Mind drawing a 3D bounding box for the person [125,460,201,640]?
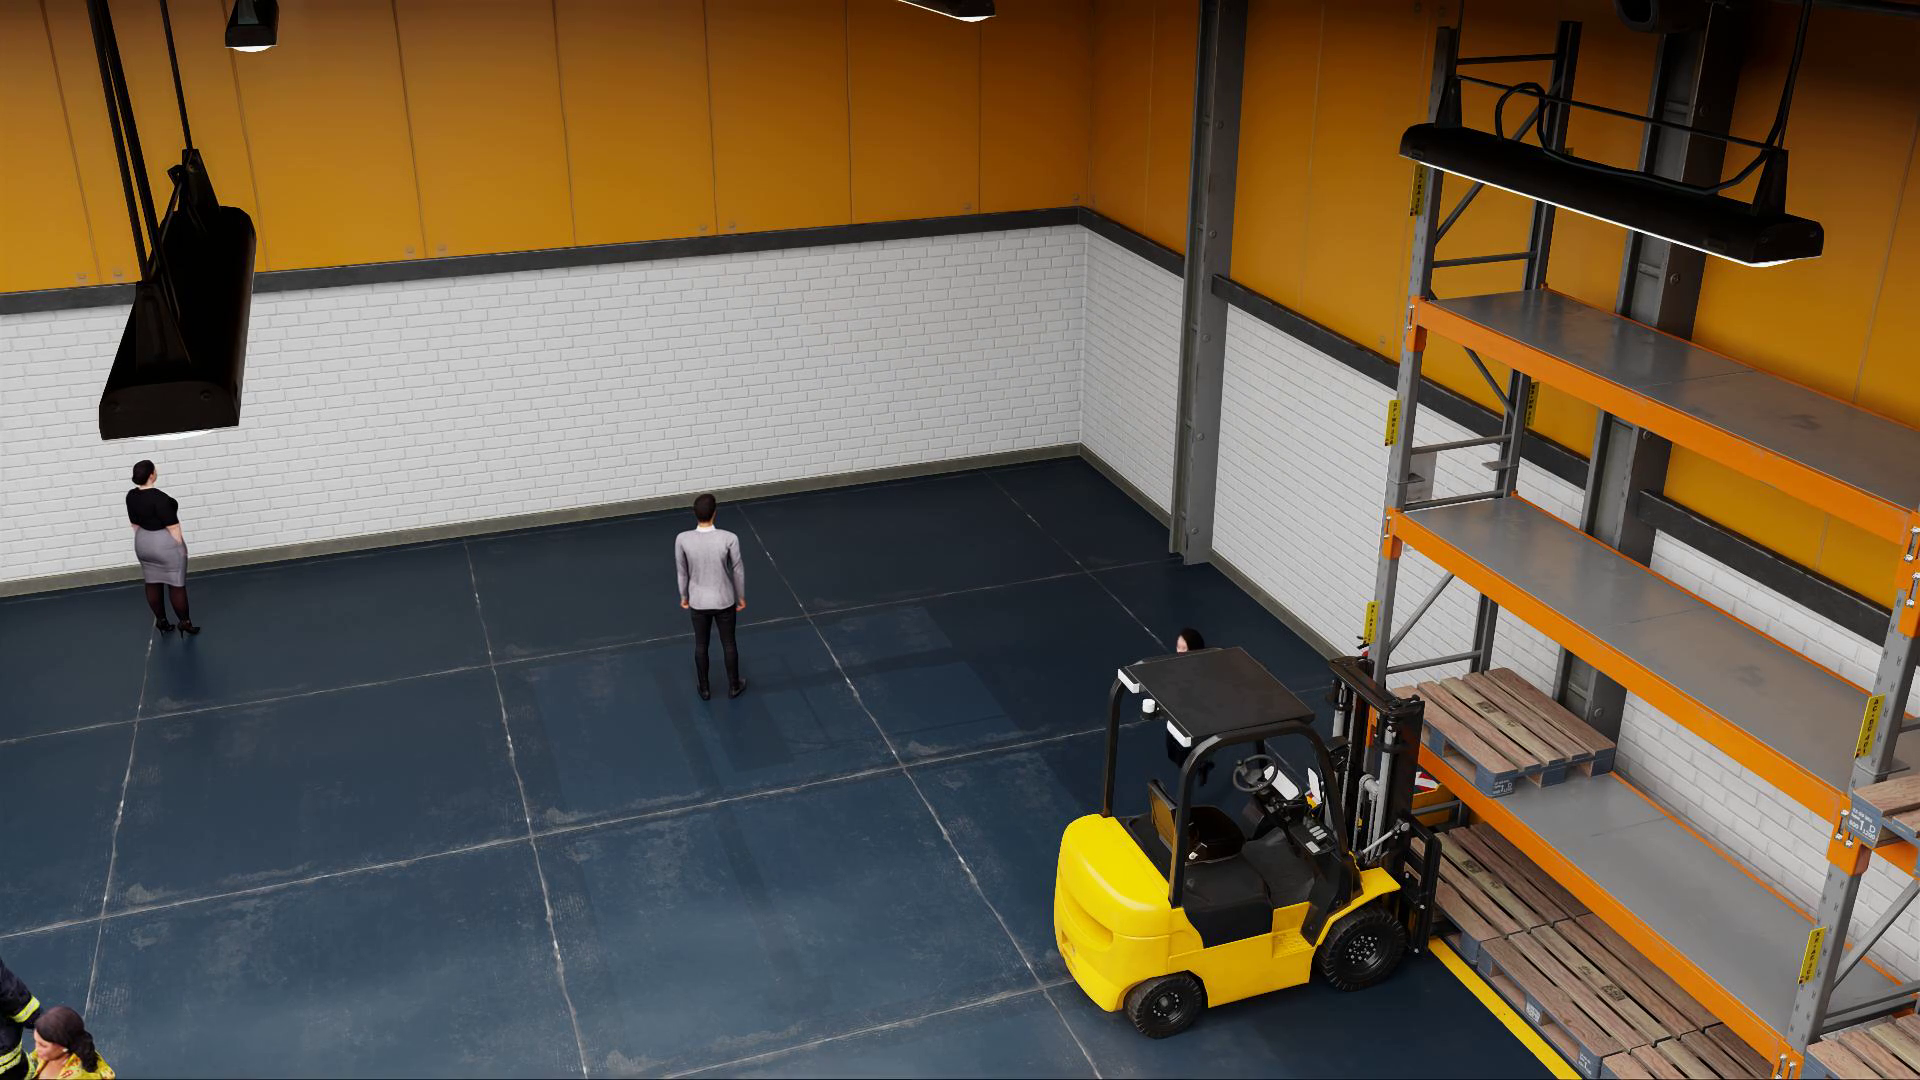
[{"bbox_3d":[-7.506,0.084,15.598,0.776,1.760,0.815,7,25,16],"label":"person"}]

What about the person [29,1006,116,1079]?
[{"bbox_3d":[-4.591,3.132,8.749,0.989,1.660,1.056,12,26,25],"label":"person"}]

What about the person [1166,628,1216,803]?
[{"bbox_3d":[1.806,1.362,12.833,0.859,1.631,0.850,22,32,40],"label":"person"}]

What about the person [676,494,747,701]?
[{"bbox_3d":[-2.156,0.498,14.446,0.811,1.923,0.757,-1,24,-1],"label":"person"}]
